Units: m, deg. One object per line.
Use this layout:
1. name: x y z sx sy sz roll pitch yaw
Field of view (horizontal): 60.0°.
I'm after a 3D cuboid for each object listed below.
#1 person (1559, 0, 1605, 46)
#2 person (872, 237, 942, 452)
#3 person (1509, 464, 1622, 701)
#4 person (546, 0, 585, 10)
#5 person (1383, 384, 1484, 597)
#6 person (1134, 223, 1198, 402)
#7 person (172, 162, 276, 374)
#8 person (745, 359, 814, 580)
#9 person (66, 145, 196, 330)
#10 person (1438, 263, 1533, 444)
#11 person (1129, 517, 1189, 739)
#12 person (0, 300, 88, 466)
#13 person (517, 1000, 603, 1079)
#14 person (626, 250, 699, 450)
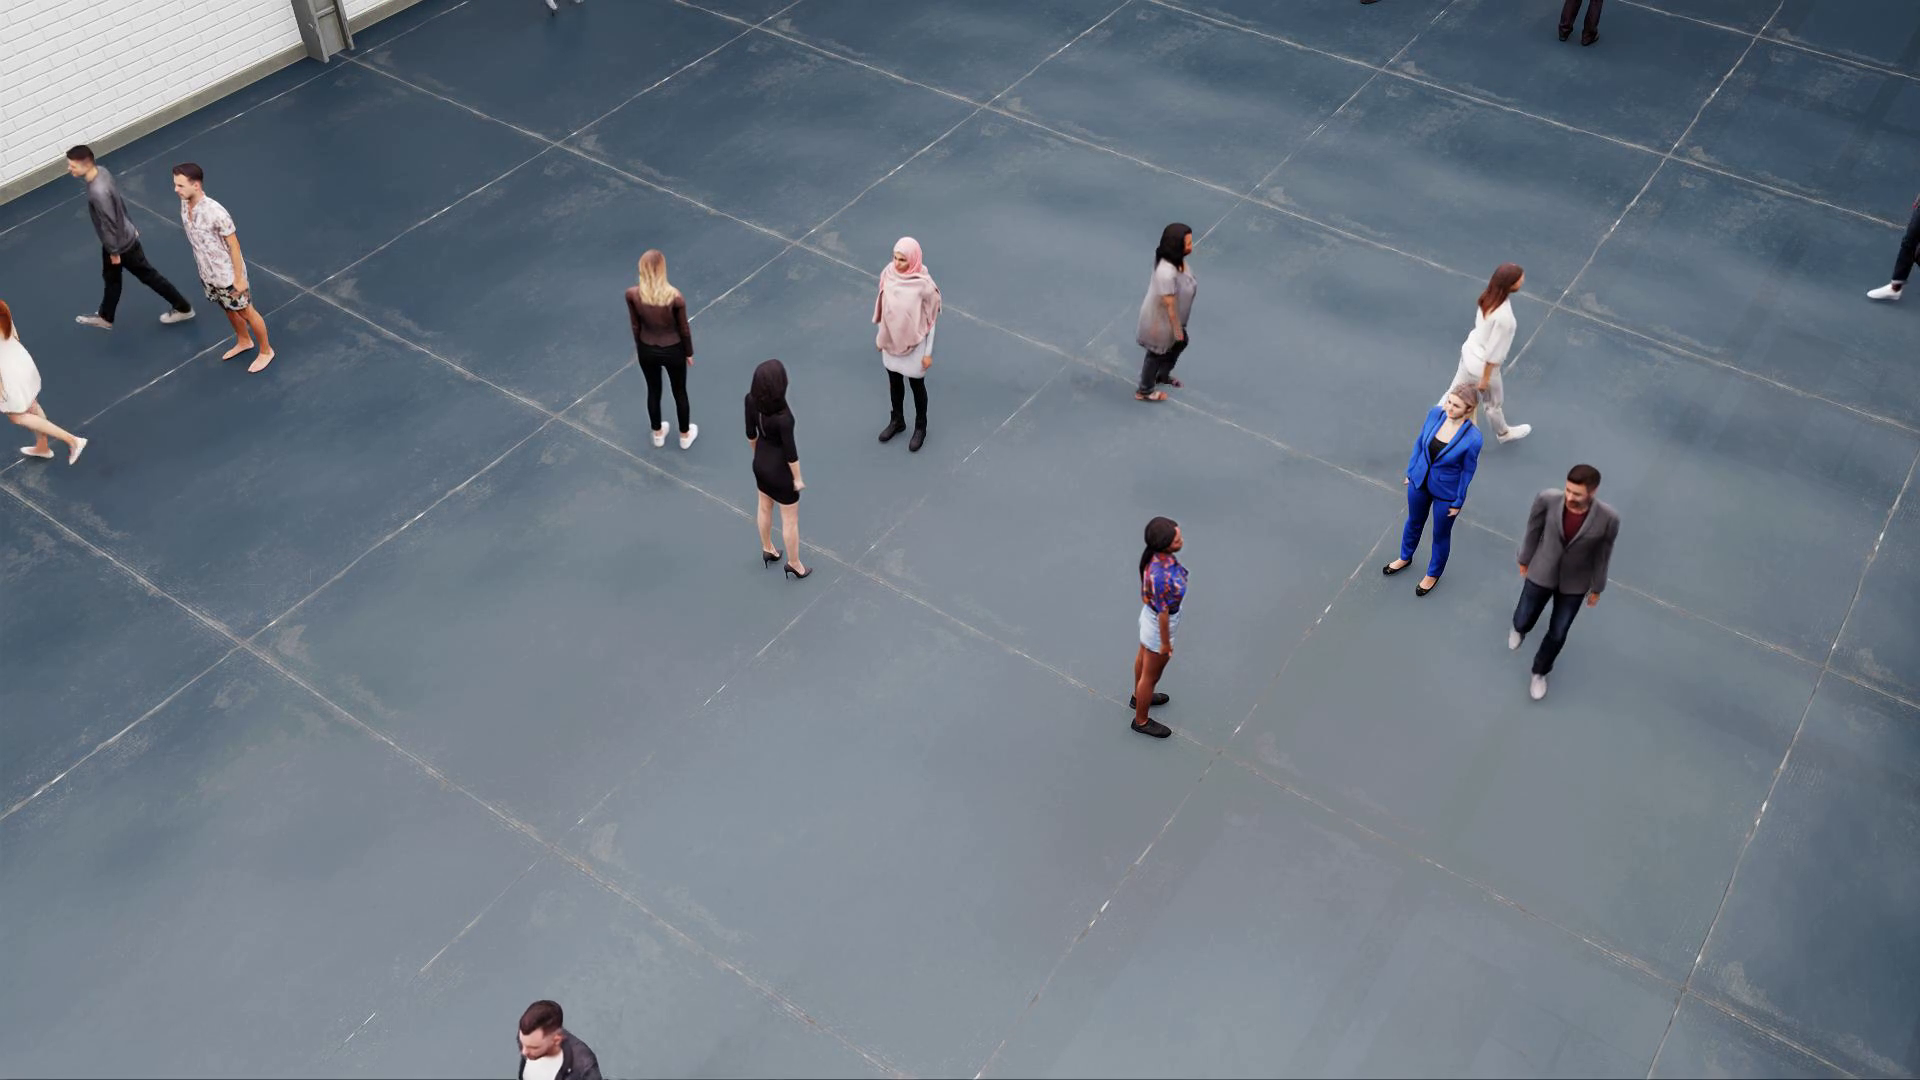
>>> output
1. person: 6.577 -6.021 17.139 0.659 1.849 0.581 22 48 21
2. person: -0.403 -1.467 12.391 0.660 1.804 0.636 19 47 19
3. person: 3.828 0.185 10.622 0.821 1.853 0.912 15 46 15
4. person: -4.310 -6.324 17.898 0.549 1.241 0.809 21 47 21
5. person: 3.255 -0.366 11.310 0.629 1.701 0.670 -31 52 -28
6. person: 1.505 -1.739 12.831 0.802 1.592 0.721 7 44 7
7. person: -5.826 -2.175 13.126 0.660 1.816 0.546 25 49 24
8. person: -1.263 -0.467 11.340 0.617 1.806 0.539 33 53 30
9. person: -6.701 -2.422 13.459 1.213 1.714 1.009 -16 46 -16
10. person: 3.799 -1.322 12.351 1.097 1.650 1.055 -5 44 -5
11. person: 1.224 0.523 10.347 0.729 1.742 0.629 1 44 1
12. person: -6.893 -1.232 12.220 0.894 1.700 0.934 5 44 6
13. person: -1.796 2.701 8.019 0.712 1.800 1.118 23 48 23
14. person: -2.224 -1.398 12.393 0.675 1.701 0.684 3 44 3
